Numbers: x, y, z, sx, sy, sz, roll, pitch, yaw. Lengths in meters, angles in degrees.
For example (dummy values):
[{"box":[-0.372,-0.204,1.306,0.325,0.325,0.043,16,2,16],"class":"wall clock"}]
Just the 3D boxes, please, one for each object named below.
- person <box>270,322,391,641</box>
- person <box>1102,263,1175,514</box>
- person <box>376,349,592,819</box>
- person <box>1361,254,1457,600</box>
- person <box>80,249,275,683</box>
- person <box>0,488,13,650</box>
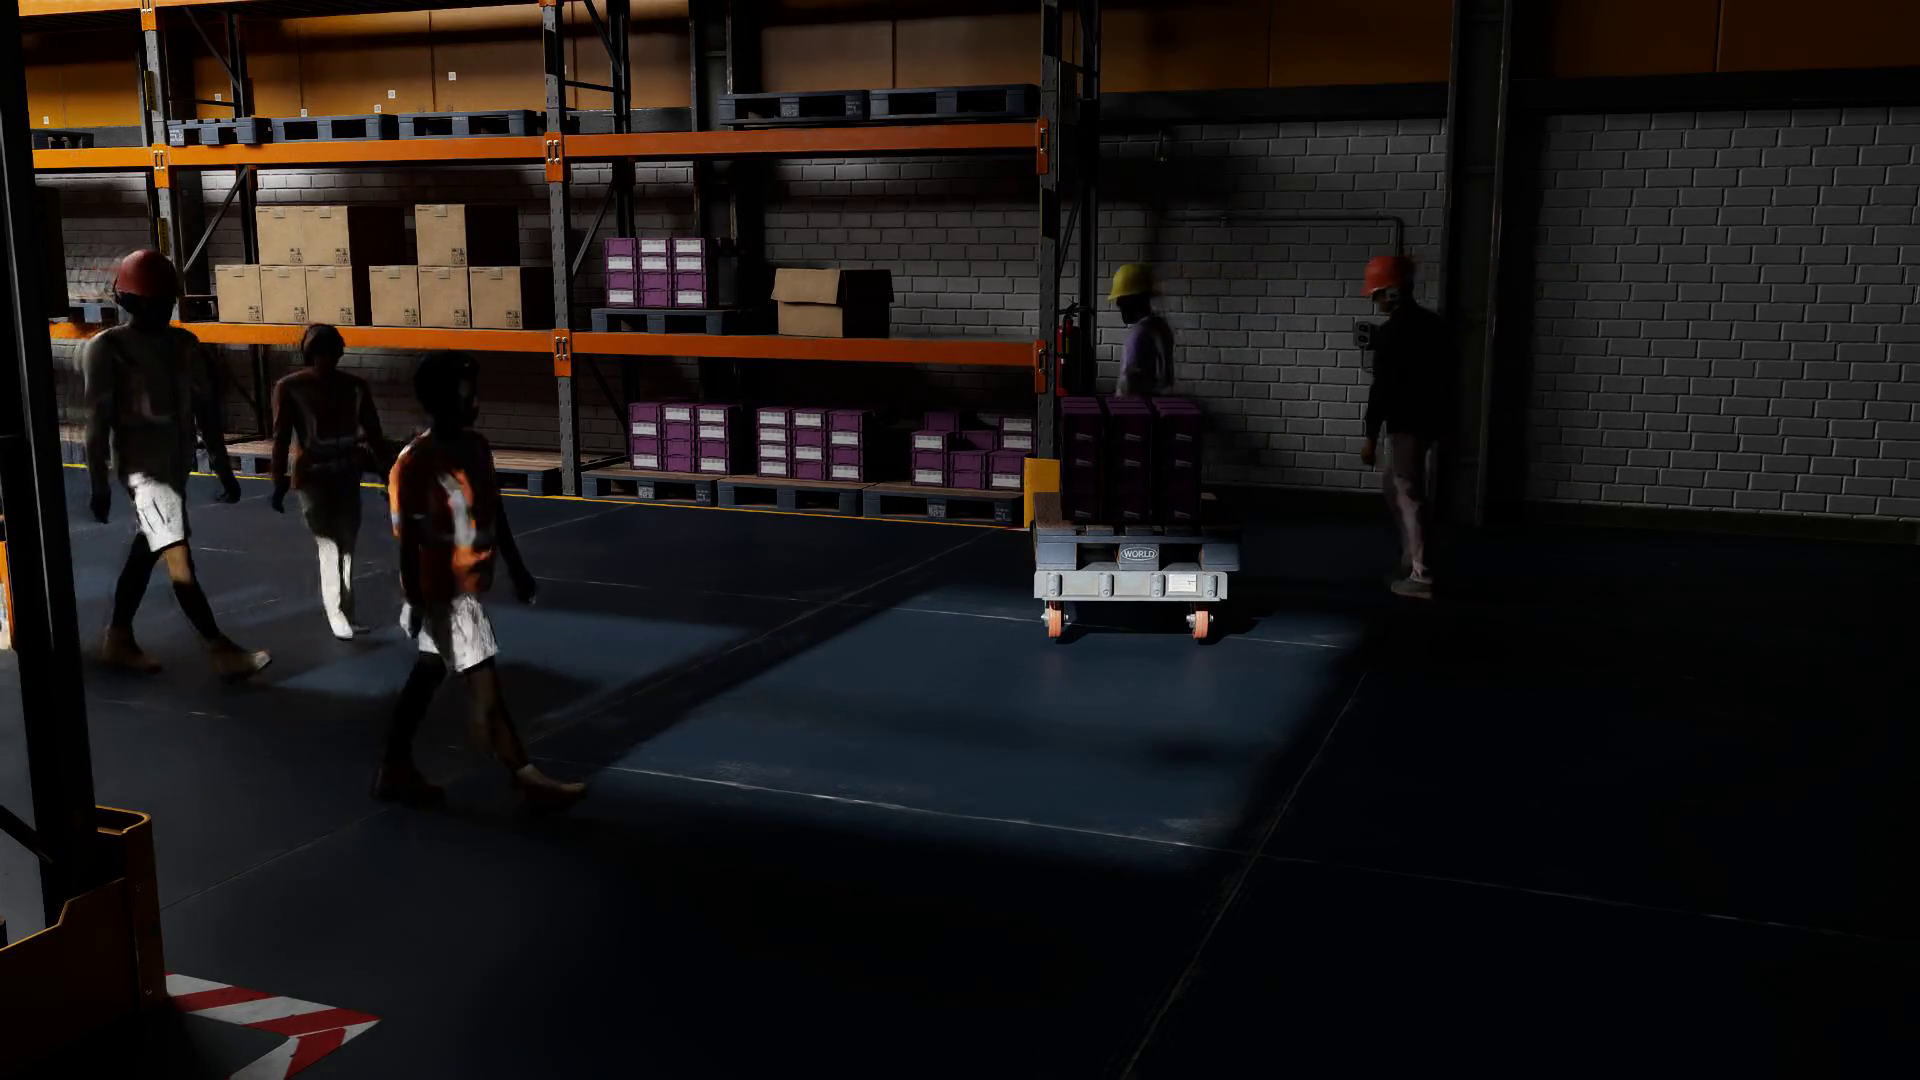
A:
[{"box":[-3.161,-0.285,8.399,0.498,1.616,0.623,8,13,38],"class":"person"},{"box":[1.033,-0.685,9.896,0.563,1.894,0.583,3,11,14],"class":"person"},{"box":[-1.742,0.158,5.853,0.868,1.646,0.541,1,10,7],"class":"person"},{"box":[2.521,-0.632,9.435,0.593,1.945,0.696,9,14,42],"class":"person"},{"box":[-3.632,-0.319,7.619,1.017,1.983,0.631,3,11,15],"class":"person"},{"box":[-5.001,-0.363,8.375,0.960,1.790,0.623,4,11,23],"class":"person"}]
